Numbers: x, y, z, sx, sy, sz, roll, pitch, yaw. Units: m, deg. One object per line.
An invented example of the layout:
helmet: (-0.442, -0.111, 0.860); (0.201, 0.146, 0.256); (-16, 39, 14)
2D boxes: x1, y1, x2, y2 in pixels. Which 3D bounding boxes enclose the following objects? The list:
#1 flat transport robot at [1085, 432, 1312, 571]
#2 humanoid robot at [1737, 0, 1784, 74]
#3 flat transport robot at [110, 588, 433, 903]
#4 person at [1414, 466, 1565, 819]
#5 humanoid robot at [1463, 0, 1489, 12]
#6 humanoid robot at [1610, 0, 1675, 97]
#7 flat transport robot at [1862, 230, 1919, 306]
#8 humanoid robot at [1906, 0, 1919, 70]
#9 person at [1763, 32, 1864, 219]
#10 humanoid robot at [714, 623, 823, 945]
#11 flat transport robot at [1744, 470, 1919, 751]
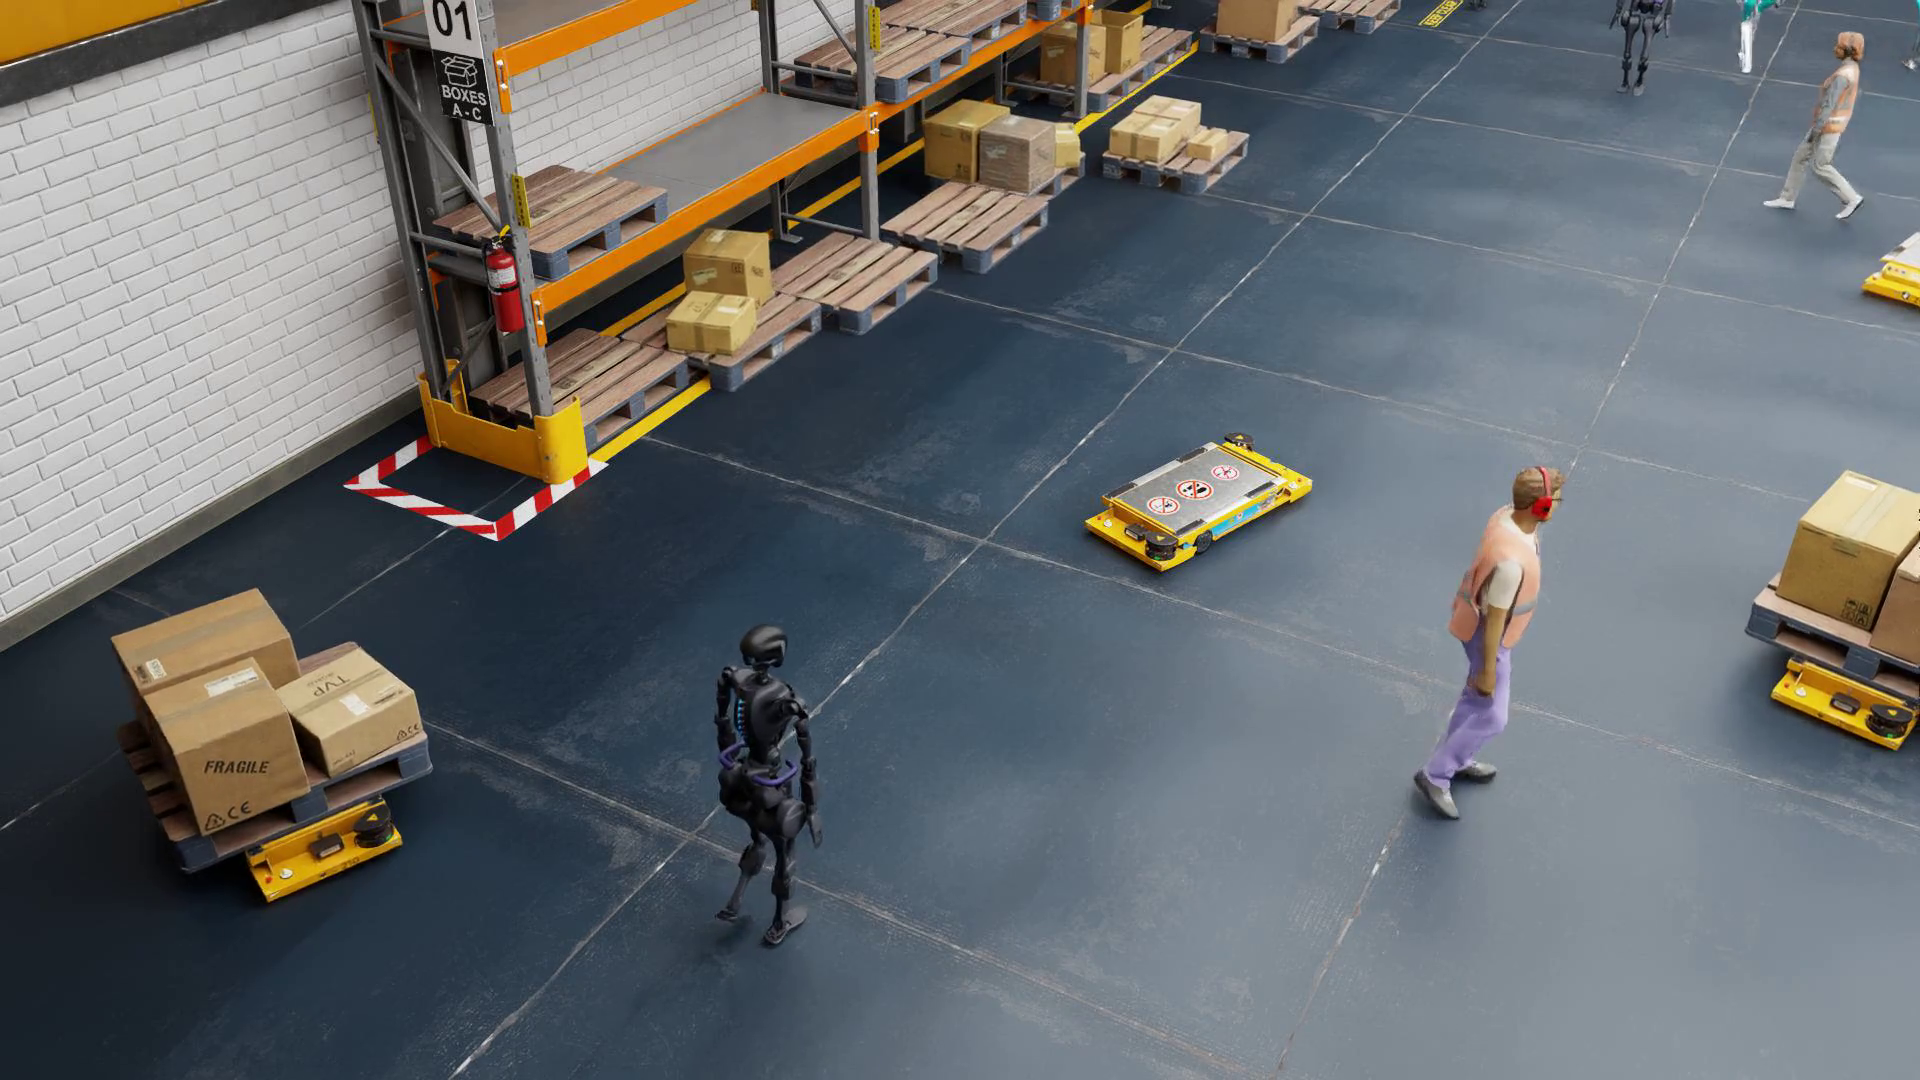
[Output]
flat transport robot: (1.528, -0.259, 10.540); (1.431, 0.231, 0.659); (-26, 41, -34)
humanoid robot: (8.510, -5.887, 17.762); (0.567, 1.799, 0.929); (8, 34, 12)
flat transport robot: (-3.383, 1.208, 8.320); (0.659, 0.231, 1.431); (-23, 40, -30)
person: (2.539, 0.483, 8.023); (0.422, 1.812, 0.697); (9, 34, 13)
humanoid robot: (6.205, -7.097, 19.611); (0.347, 1.654, 0.591); (17, 37, 24)
humanoid robot: (6.999, -5.388, 17.024); (0.614, 1.642, 0.401); (20, 38, 27)
flat transport robot: (7.964, -2.225, 13.514); (1.431, 0.231, 0.659); (-28, 43, -36)
humanoid robot: (10.454, -5.886, 17.734); (0.536, 1.786, 0.703); (-7, 34, -10)
person: (7.518, -3.547, 14.293); (0.710, 1.611, 0.513); (15, 36, 21)
humanoid robot: (-0.869, 1.091, 7.208); (0.600, 1.646, 0.413); (22, 39, 29)
flat transport robot: (5.099, 0.629, 9.196); (0.659, 0.231, 1.431); (27, 42, 35)
